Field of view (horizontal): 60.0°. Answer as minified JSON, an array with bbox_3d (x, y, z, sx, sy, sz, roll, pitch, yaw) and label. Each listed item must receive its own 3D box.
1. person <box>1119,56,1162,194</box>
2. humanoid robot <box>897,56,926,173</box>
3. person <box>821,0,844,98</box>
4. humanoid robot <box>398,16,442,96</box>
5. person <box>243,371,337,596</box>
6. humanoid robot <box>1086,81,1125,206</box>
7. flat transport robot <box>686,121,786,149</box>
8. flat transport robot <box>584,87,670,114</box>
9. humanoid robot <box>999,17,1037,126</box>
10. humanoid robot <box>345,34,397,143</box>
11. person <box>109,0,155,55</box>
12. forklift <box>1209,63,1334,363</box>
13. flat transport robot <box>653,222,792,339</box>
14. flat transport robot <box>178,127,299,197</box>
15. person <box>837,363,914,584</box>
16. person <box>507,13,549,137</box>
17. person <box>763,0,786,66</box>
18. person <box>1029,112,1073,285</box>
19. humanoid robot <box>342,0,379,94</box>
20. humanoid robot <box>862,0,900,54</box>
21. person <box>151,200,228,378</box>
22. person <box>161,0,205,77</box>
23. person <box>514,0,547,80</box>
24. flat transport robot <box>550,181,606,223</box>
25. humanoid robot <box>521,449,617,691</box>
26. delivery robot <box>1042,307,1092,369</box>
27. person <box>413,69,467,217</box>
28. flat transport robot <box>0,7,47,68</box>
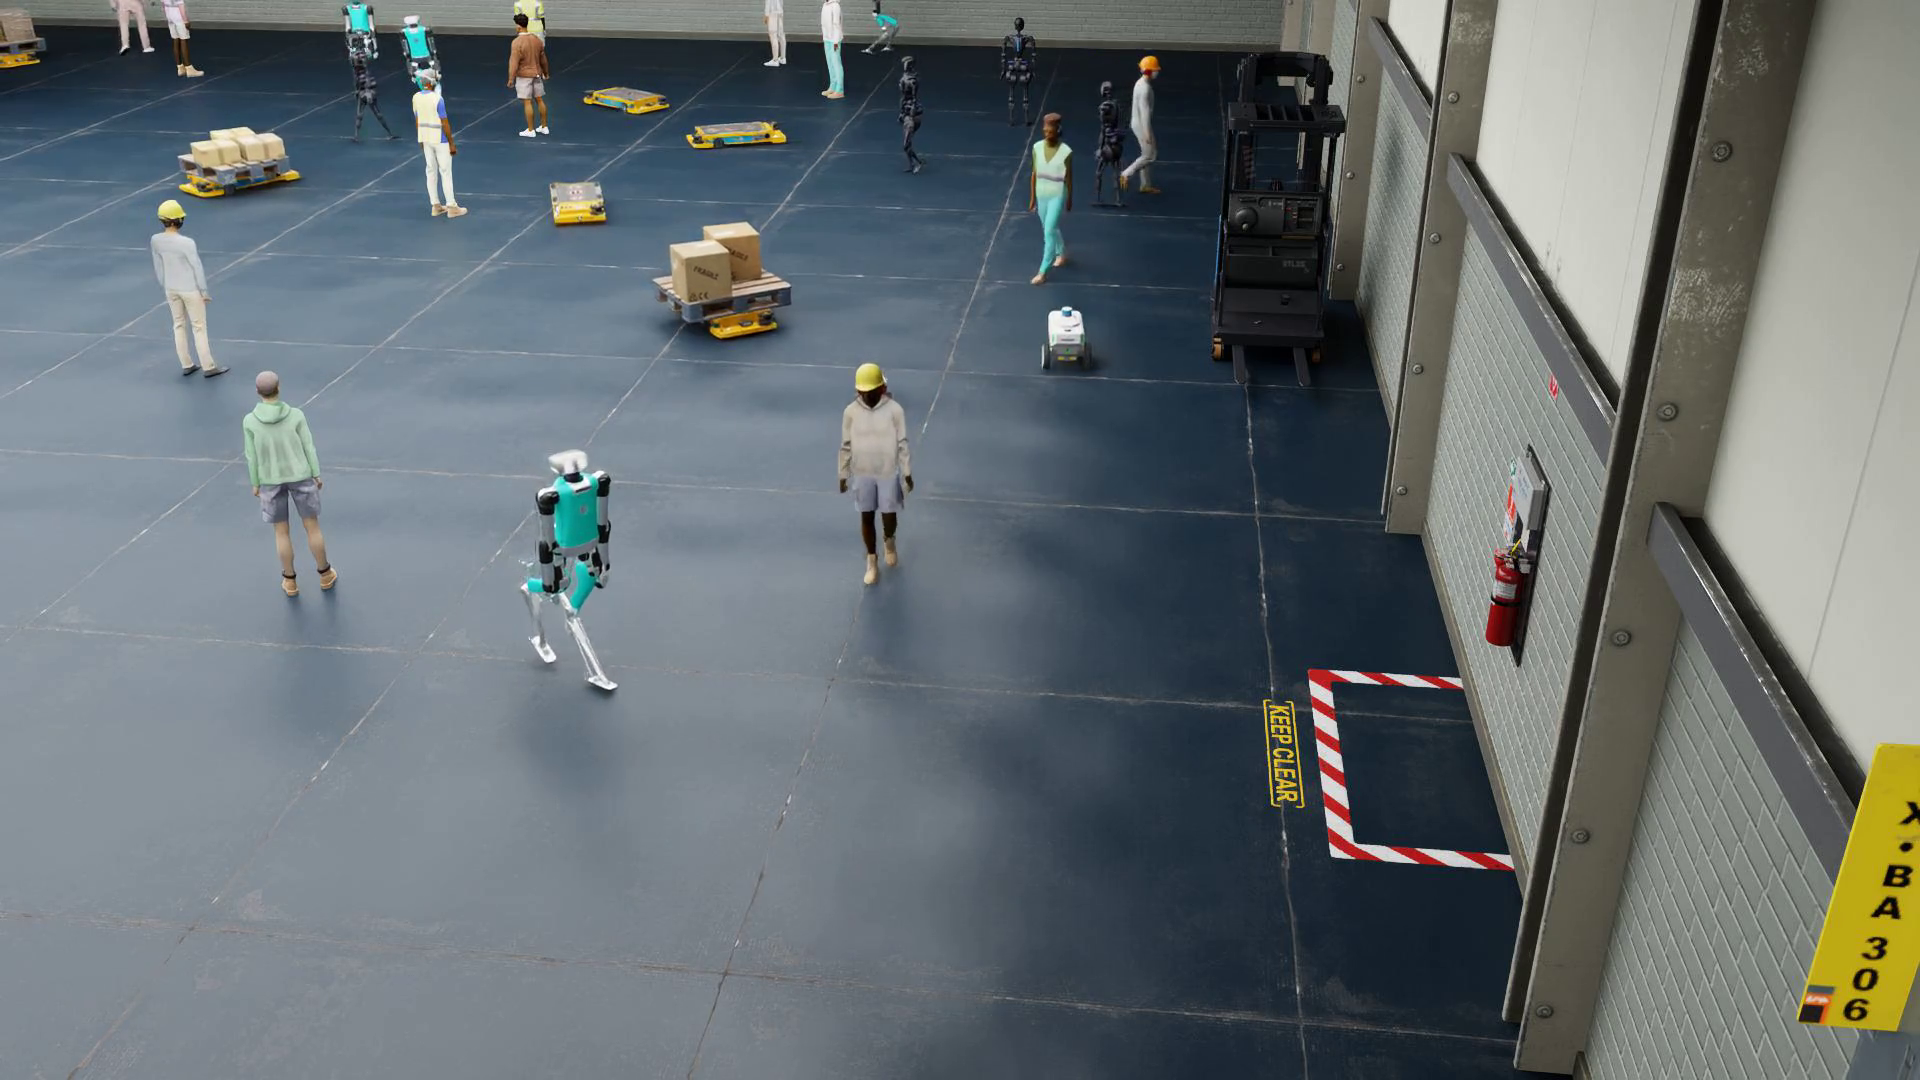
[{"bbox_3d":[2.478,-5.594,22.504,0.533,1.876,0.599,2,27,4],"label":"person"},{"bbox_3d":[-0.701,-6.042,23.621,0.369,1.643,0.590,-10,28,-18],"label":"humanoid robot"},{"bbox_3d":[-2.177,-8.499,28.285,0.363,1.909,0.480,-16,31,-29],"label":"person"},{"bbox_3d":[-8.465,-7.434,26.376,0.562,1.795,0.825,-3,27,-5],"label":"humanoid robot"},{"bbox_3d":[-4.985,-0.413,12.317,0.480,1.740,0.314,-10,28,-19],"label":"person"},{"bbox_3d":[1.974,-5.239,22.029,0.520,1.639,0.595,12,29,23],"label":"humanoid robot"},{"bbox_3d":[-3.444,-6.218,25.552,1.431,0.231,0.659,-8,28,-16],"label":"flat transport robot"},{"bbox_3d":[-5.586,-7.359,27.829,1.431,0.231,0.659,21,33,35],"label":"flat transport robot"},{"bbox_3d":[0.921,-7.433,26.390,0.599,1.657,0.315,3,27,6],"label":"humanoid robot"},{"bbox_3d":[-9.075,-6.875,25.357,0.792,1.628,0.610,-20,33,-34],"label":"humanoid robot"},{"bbox_3d":[-15.853,-10.260,31.829,0.817,1.890,0.569,-10,28,-19],"label":"person"},{"bbox_3d":[3.241,-3.477,17.183,1.129,2.768,1.873,3,27,6],"label":"forklift"},{"bbox_3d":[-2.603,-2.527,18.184,0.659,0.231,1.431,-15,30,-27],"label":"flat transport robot"},{"bbox_3d":[-10.075,-5.055,23.230,0.659,0.231,1.431,21,33,35],"label":"flat transport robot"},{"bbox_3d":[-0.634,-0.511,12.503,0.578,1.748,0.447,2,27,4],"label":"person"},{"bbox_3d":[-6.653,-7.198,25.746,0.398,1.848,0.777,17,31,31],"label":"person"},{"bbox_3d":[-3.437,-9.753,30.814,0.408,1.878,0.500,16,31,29],"label":"person"},{"bbox_3d":[1.099,-4.018,19.306,0.475,1.937,0.983,15,30,27],"label":"person"},{"bbox_3d":[-10.121,-8.223,27.971,0.537,1.760,1.029,1,27,2],"label":"humanoid robot"},{"bbox_3d":[-1.469,-10.142,31.757,0.875,1.791,0.540,-1,27,-1],"label":"humanoid robot"},{"bbox_3d":[-7.635,-2.474,16.405,0.532,1.766,0.324,8,28,15],"label":"person"},{"bbox_3d":[-14.047,-9.377,29.881,0.604,2.044,0.373,18,32,32],"label":"person"},{"bbox_3d":[-7.628,-9.064,29.637,0.534,1.696,0.318,-5,27,-10],"label":"person"},{"bbox_3d":[-5.092,-4.499,22.120,0.659,0.231,1.431,-6,27,-13],"label":"flat transport robot"},{"bbox_3d":[-2.740,0.145,11.263,1.027,1.771,0.535,23,35,38],"label":"humanoid robot"},{"bbox_3d":[1.083,-2.075,16.953,0.499,0.587,0.782,0,27,1],"label":"delivery robot"},{"bbox_3d":[-6.799,-5.138,21.586,0.519,1.893,0.401,11,29,21],"label":"person"},{"bbox_3d":[-17.990,-9.070,31.245,1.431,0.231,0.659,18,32,32],"label":"flat transport robot"}]
